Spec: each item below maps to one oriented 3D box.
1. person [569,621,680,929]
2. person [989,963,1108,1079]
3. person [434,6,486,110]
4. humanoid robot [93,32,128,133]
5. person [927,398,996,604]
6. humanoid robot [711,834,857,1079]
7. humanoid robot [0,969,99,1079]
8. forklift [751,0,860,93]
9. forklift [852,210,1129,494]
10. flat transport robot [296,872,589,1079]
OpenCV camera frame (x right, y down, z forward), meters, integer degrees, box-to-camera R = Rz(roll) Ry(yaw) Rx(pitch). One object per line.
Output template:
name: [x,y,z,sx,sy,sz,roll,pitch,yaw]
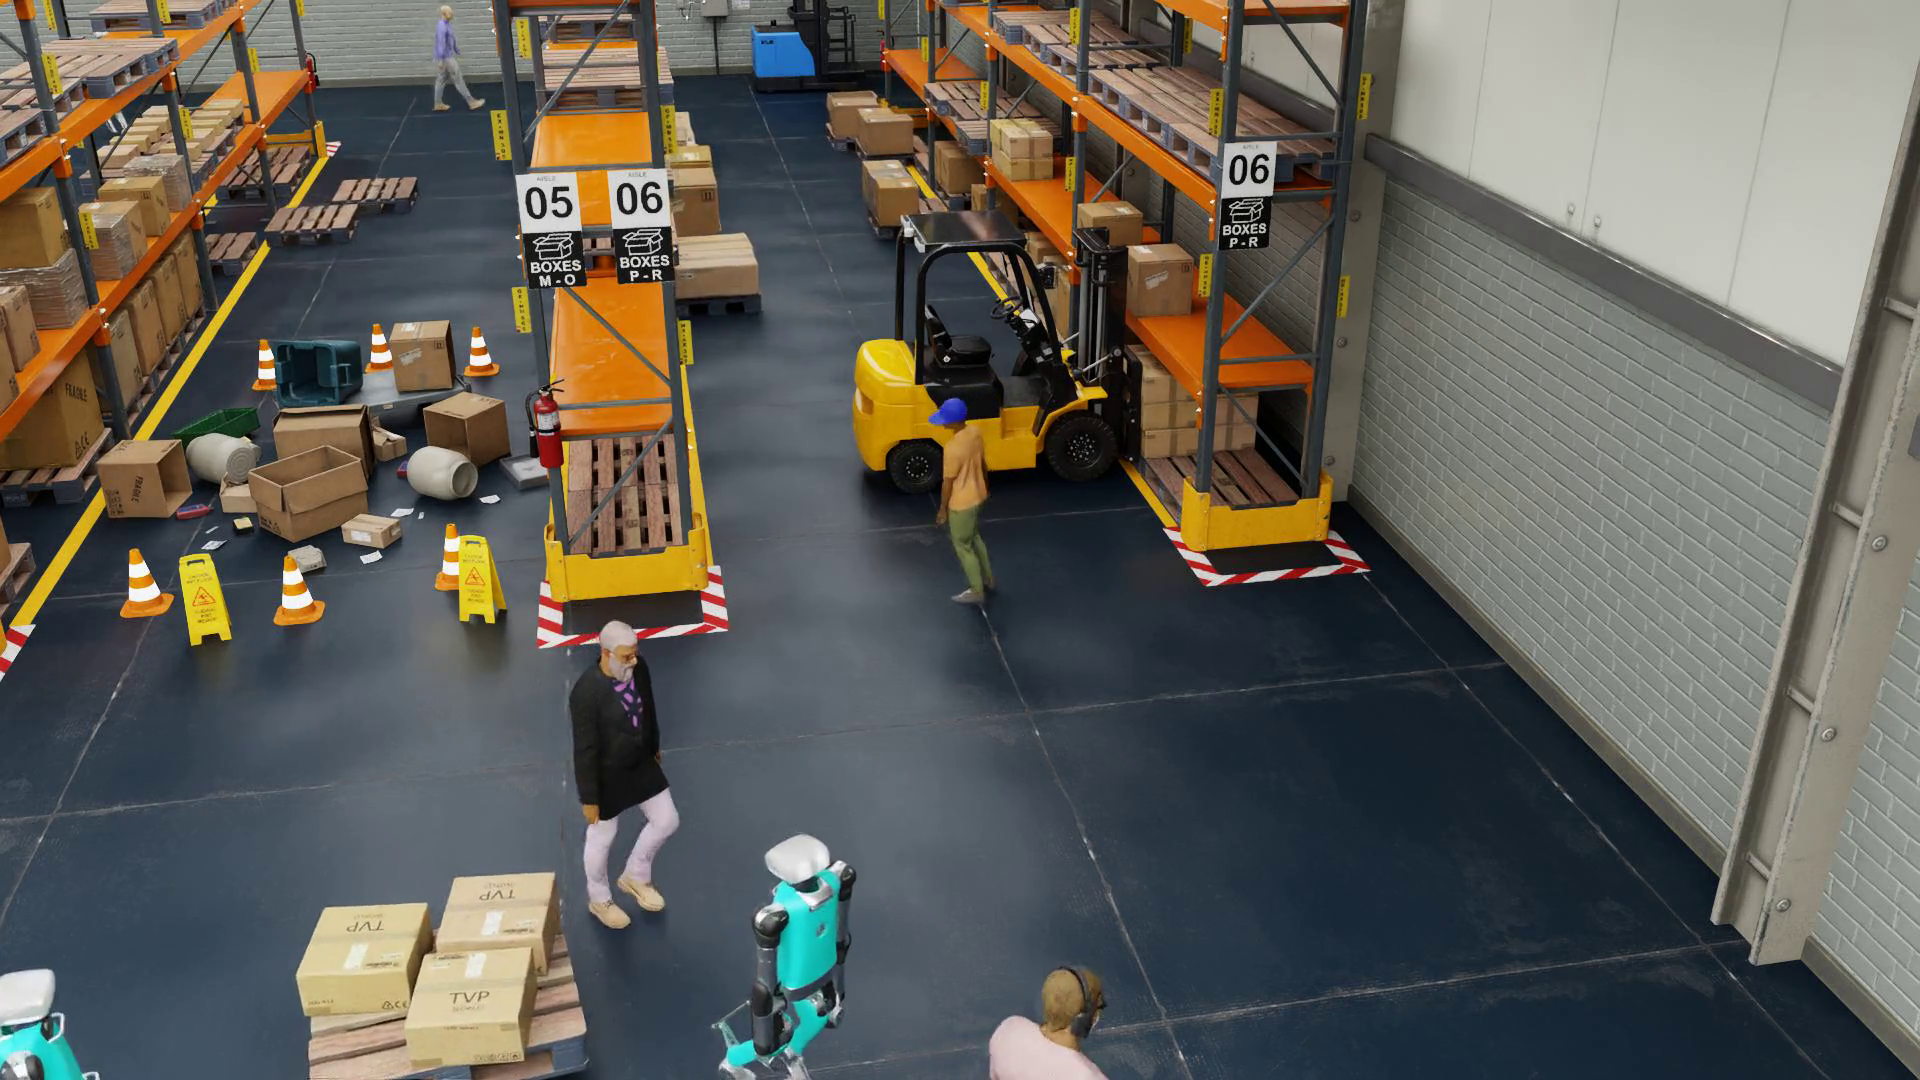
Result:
person: [-1.785,1.228,8.761,0.496,1.830,0.626,16,30,30]
person: [0.296,2.430,6.201,0.922,1.897,0.660,-16,30,-31]
person: [-8.772,-8.321,28.747,0.932,1.750,0.601,-6,26,-13]
humanoid robot: [-13.650,-7.304,26.636,0.538,1.732,0.981,-22,33,-38]
person: [0.025,-0.288,12.101,0.364,1.669,0.551,13,28,25]
humanoid robot: [-0.809,2.003,7.247,0.644,1.782,0.538,20,32,35]
humanoid robot: [-3.217,2.377,6.490,0.740,1.792,0.545,-12,28,-23]
forklift: [-2.872,-9.679,30.288,1.873,2.768,1.129,-5,26,-10]
forklift: [0.216,-1.659,14.366,2.313,2.155,1.214,-5,26,-10]
flat transport robot: [-2.476,2.427,8.075,0.659,0.231,1.431,-9,27,-17]
